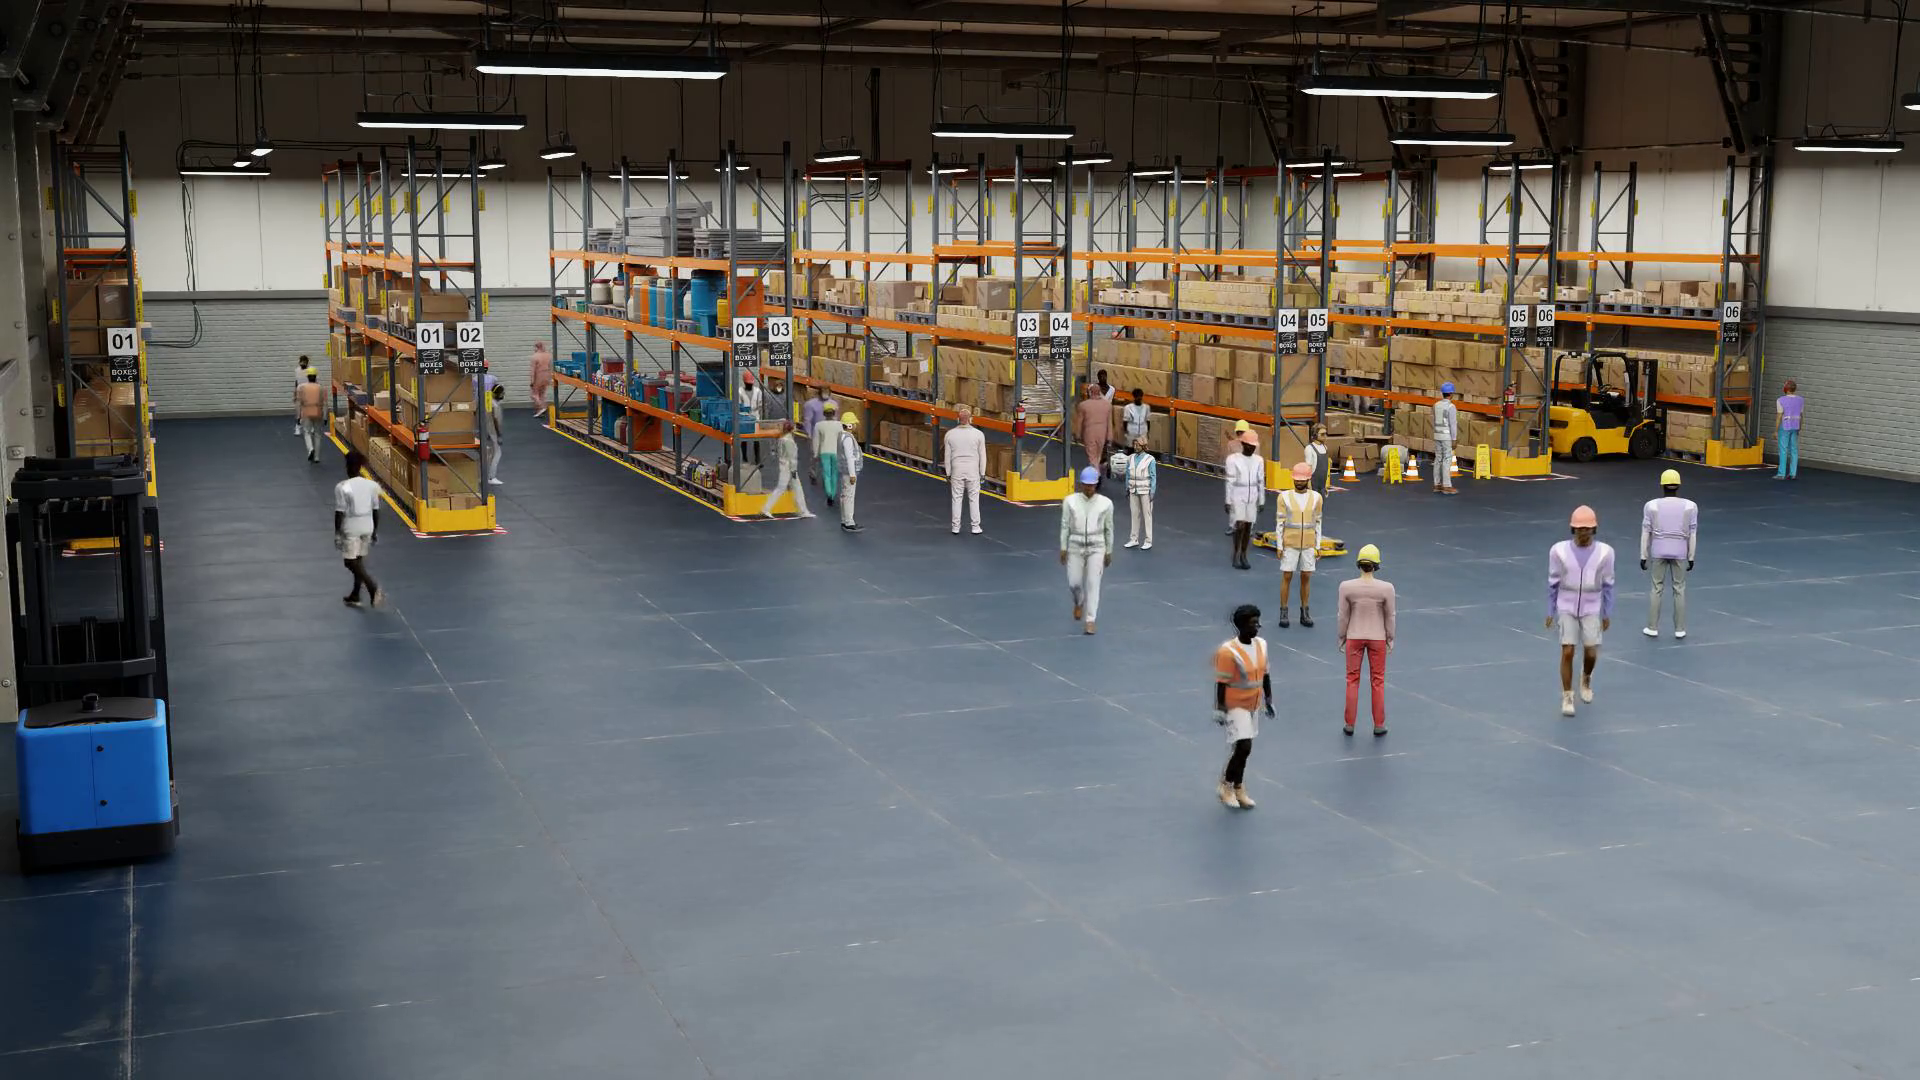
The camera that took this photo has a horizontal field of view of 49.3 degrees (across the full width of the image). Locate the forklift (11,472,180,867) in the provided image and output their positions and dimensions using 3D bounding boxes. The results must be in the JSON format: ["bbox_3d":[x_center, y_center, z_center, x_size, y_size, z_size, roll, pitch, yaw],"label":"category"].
[{"bbox_3d":[-6.630,0.886,15.957,1.129,2.768,1.873,-3,9,-21],"label":"forklift"}]

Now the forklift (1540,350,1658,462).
[{"bbox_3d":[12.897,-2.725,42.309,2.313,2.155,1.214,-3,9,-21],"label":"forklift"}]

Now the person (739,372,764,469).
[{"bbox_3d":[-4.063,-2.302,40.437,0.564,1.869,0.929,-3,9,-18],"label":"person"}]

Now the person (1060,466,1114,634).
[{"bbox_3d":[1.473,0.094,24.229,0.632,1.931,0.577,1,9,6],"label":"person"}]

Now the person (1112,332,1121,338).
[{"bbox_3d":[3.901,-4.189,52.431,0.616,2.040,0.383,-1,9,-6],"label":"person"}]

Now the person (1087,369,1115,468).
[{"bbox_3d":[2.732,-2.354,40.607,0.590,1.918,0.386,-4,9,-24],"label":"person"}]

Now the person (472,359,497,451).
[{"bbox_3d":[-9.863,-2.794,43.478,0.542,1.939,0.359,-6,10,-34],"label":"person"}]

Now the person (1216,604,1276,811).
[{"bbox_3d":[2.276,1.338,16.779,0.396,1.684,0.547,8,12,44],"label":"person"}]

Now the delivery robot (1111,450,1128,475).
[{"bbox_3d":[2.967,-1.428,38.787,0.477,0.478,0.707,0,8,3],"label":"delivery robot"}]

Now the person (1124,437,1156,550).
[{"bbox_3d":[2.622,-0.685,30.410,0.522,1.638,0.311,8,12,42],"label":"person"}]

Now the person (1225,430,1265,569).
[{"bbox_3d":[3.914,-0.551,28.579,0.558,1.915,0.519,-3,9,-19],"label":"person"}]

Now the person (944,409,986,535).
[{"bbox_3d":[0.086,-1.039,31.867,0.641,1.913,0.407,1,9,6],"label":"person"}]

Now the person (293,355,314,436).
[{"bbox_3d":[-14.736,-3.275,47.141,0.588,1.815,0.948,2,9,11],"label":"person"}]

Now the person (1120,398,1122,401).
[{"bbox_3d":[3.743,-3.807,50.544,0.602,1.842,0.928,-3,9,-20],"label":"person"}]

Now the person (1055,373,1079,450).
[{"bbox_3d":[2.126,-2.863,44.060,0.652,1.888,0.994,-4,9,-22],"label":"person"}]

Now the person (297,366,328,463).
[{"bbox_3d":[-12.810,-2.480,41.457,0.603,1.912,0.495,-3,9,-21],"label":"person"}]

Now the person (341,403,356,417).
[{"bbox_3d":[-14.626,-3.925,50.970,0.981,1.956,0.622,1,9,9],"label":"person"}]

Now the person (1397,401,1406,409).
[{"bbox_3d":[10.146,-3.385,47.747,0.580,1.855,0.889,-3,9,-22],"label":"person"}]

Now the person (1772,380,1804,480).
[{"bbox_3d":[15.296,-2.025,38.654,0.570,1.844,0.377,-3,9,-17],"label":"person"}]

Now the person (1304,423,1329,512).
[{"bbox_3d":[5.163,-0.767,30.272,0.342,1.846,0.509,7,11,37],"label":"person"}]

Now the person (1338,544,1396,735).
[{"bbox_3d":[3.743,0.918,19.299,0.527,1.768,0.313,2,9,14],"label":"person"}]

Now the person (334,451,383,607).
[{"bbox_3d":[-7.363,-0.127,25.685,0.785,1.939,0.620,6,10,35],"label":"person"}]

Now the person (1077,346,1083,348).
[{"bbox_3d":[2.867,-3.773,50.413,0.622,1.809,0.600,-5,10,-28],"label":"person"}]

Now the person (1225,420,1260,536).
[{"bbox_3d":[4.268,-0.944,31.715,0.533,1.767,0.326,4,9,23],"label":"person"}]

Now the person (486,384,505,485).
[{"bbox_3d":[-8.470,-1.928,38.076,0.446,1.828,0.667,-3,9,-18],"label":"person"}]

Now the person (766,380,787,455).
[{"bbox_3d":[-3.667,-2.434,42.140,0.506,1.610,0.634,-1,9,-8],"label":"person"}]

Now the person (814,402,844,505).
[{"bbox_3d":[-2.192,-1.459,35.285,0.524,1.731,0.816,-2,9,-12],"label":"person"}]

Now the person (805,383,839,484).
[{"bbox_3d":[-2.488,-1.884,37.562,0.644,1.903,0.924,-2,9,-15],"label":"person"}]

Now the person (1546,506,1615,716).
[{"bbox_3d":[5.954,0.667,20.133,0.620,2.029,0.517,2,9,15],"label":"person"}]

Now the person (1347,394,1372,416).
[{"bbox_3d":[9.147,-3.393,47.863,0.653,1.822,0.442,0,9,-1],"label":"person"}]

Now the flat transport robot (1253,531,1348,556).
[{"bbox_3d":[4.906,0.043,30.236,0.652,0.197,1.431,-4,9,-25],"label":"flat transport robot"}]

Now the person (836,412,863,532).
[{"bbox_3d":[-1.692,-1.057,32.230,0.404,1.837,0.590,-2,9,-14],"label":"person"}]

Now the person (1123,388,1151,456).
[{"bbox_3d":[3.312,-2.044,39.426,0.548,1.667,0.722,-1,9,-8],"label":"person"}]

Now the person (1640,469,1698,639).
[{"bbox_3d":[8.094,0.151,23.950,0.602,1.913,0.423,2,9,15],"label":"person"}]

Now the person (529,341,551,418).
[{"bbox_3d":[-10.276,-3.916,51.087,0.509,1.898,0.669,6,10,34],"label":"person"}]

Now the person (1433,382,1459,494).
[{"bbox_3d":[8.546,-1.794,36.785,0.404,1.945,0.618,-3,9,-20],"label":"person"}]

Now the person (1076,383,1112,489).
[{"bbox_3d":[2.424,-1.872,37.578,0.653,1.875,0.890,-3,9,-17],"label":"person"}]

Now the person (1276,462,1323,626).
[{"bbox_3d":[3.982,0.048,24.542,0.548,1.934,0.375,-1,9,-4],"label":"person"}]

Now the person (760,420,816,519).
[{"bbox_3d":[-2.785,-1.131,33.517,0.860,1.599,0.520,0,9,0],"label":"person"}]
